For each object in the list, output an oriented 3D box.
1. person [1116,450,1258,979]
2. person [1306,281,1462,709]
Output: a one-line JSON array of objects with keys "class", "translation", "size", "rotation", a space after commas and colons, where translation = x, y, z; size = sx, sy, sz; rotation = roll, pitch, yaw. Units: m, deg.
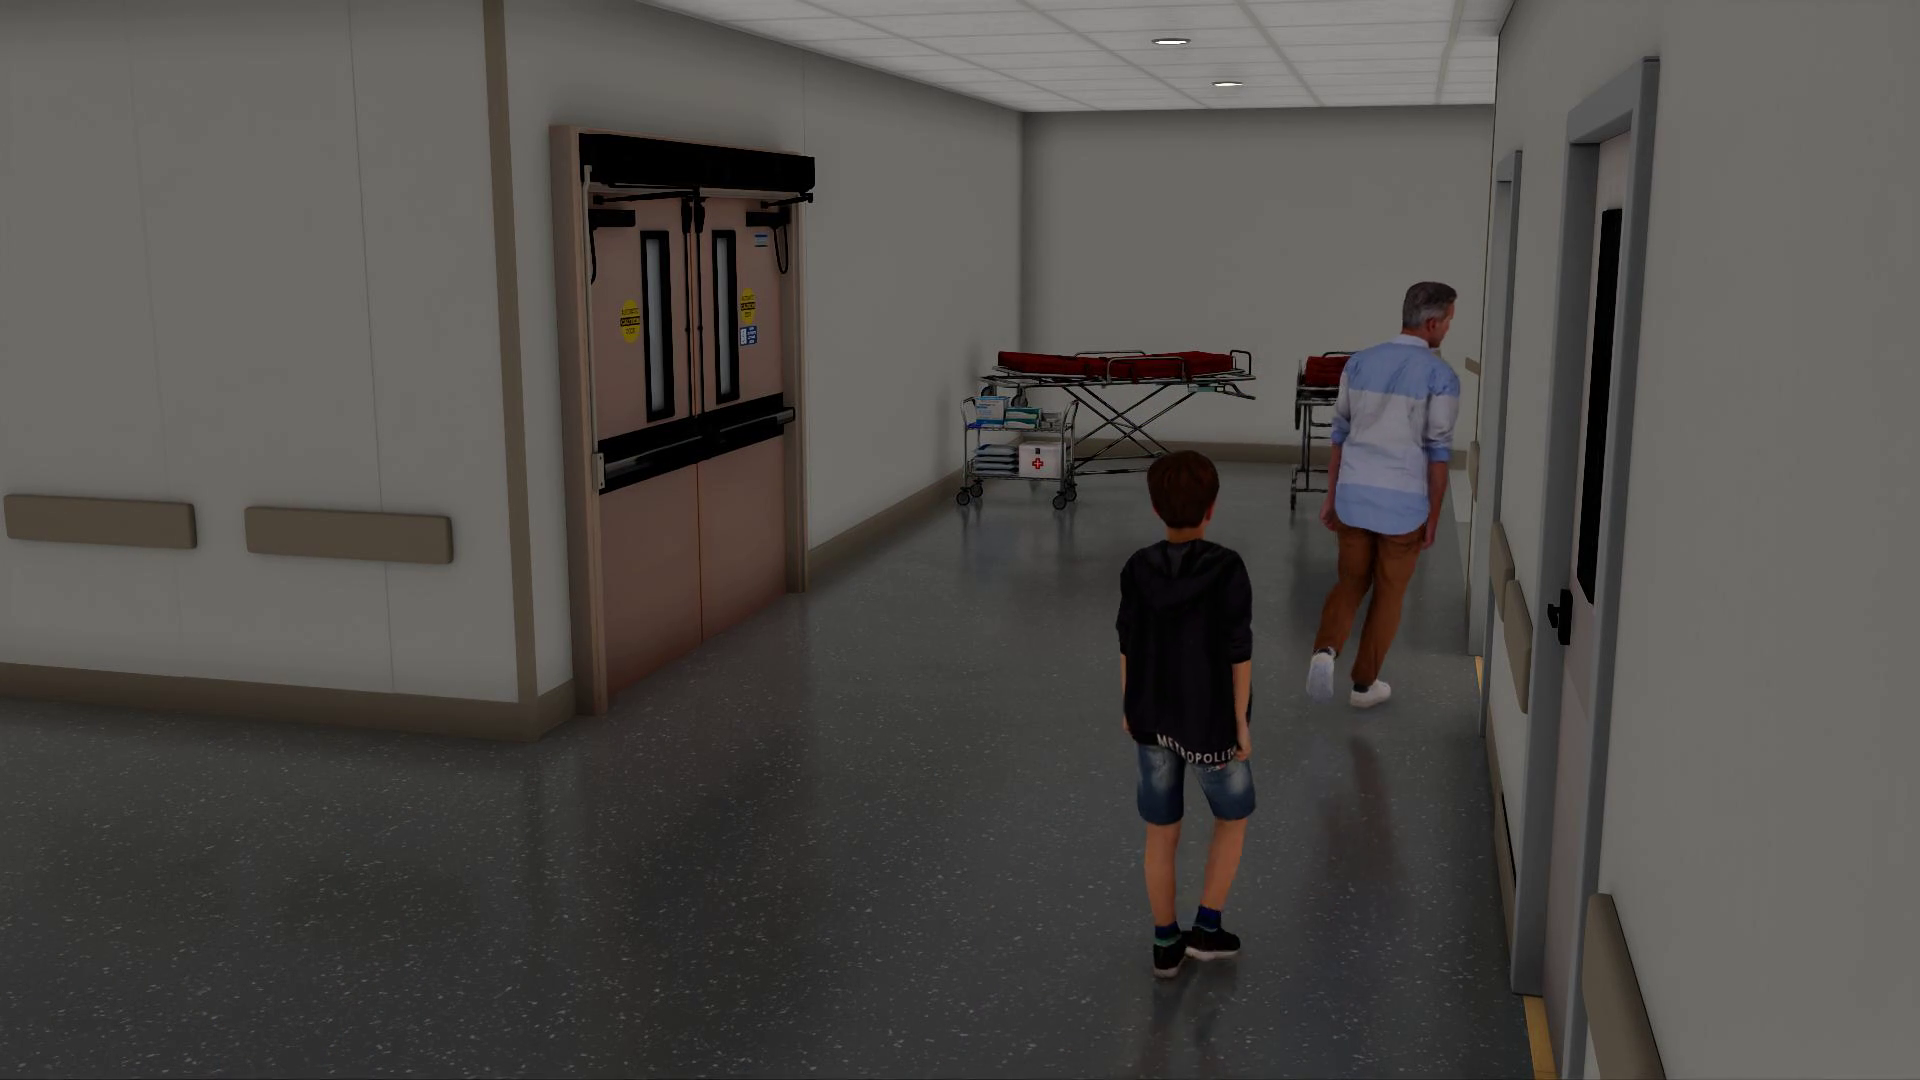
[{"class": "person", "translation": [0.586, 0.486, 4.441], "size": [0.596, 1.443, 0.597], "rotation": [6, 12, 27]}, {"class": "person", "translation": [1.698, -0.135, 6.786], "size": [0.918, 1.789, 1.011], "rotation": [7, 13, 33]}]
